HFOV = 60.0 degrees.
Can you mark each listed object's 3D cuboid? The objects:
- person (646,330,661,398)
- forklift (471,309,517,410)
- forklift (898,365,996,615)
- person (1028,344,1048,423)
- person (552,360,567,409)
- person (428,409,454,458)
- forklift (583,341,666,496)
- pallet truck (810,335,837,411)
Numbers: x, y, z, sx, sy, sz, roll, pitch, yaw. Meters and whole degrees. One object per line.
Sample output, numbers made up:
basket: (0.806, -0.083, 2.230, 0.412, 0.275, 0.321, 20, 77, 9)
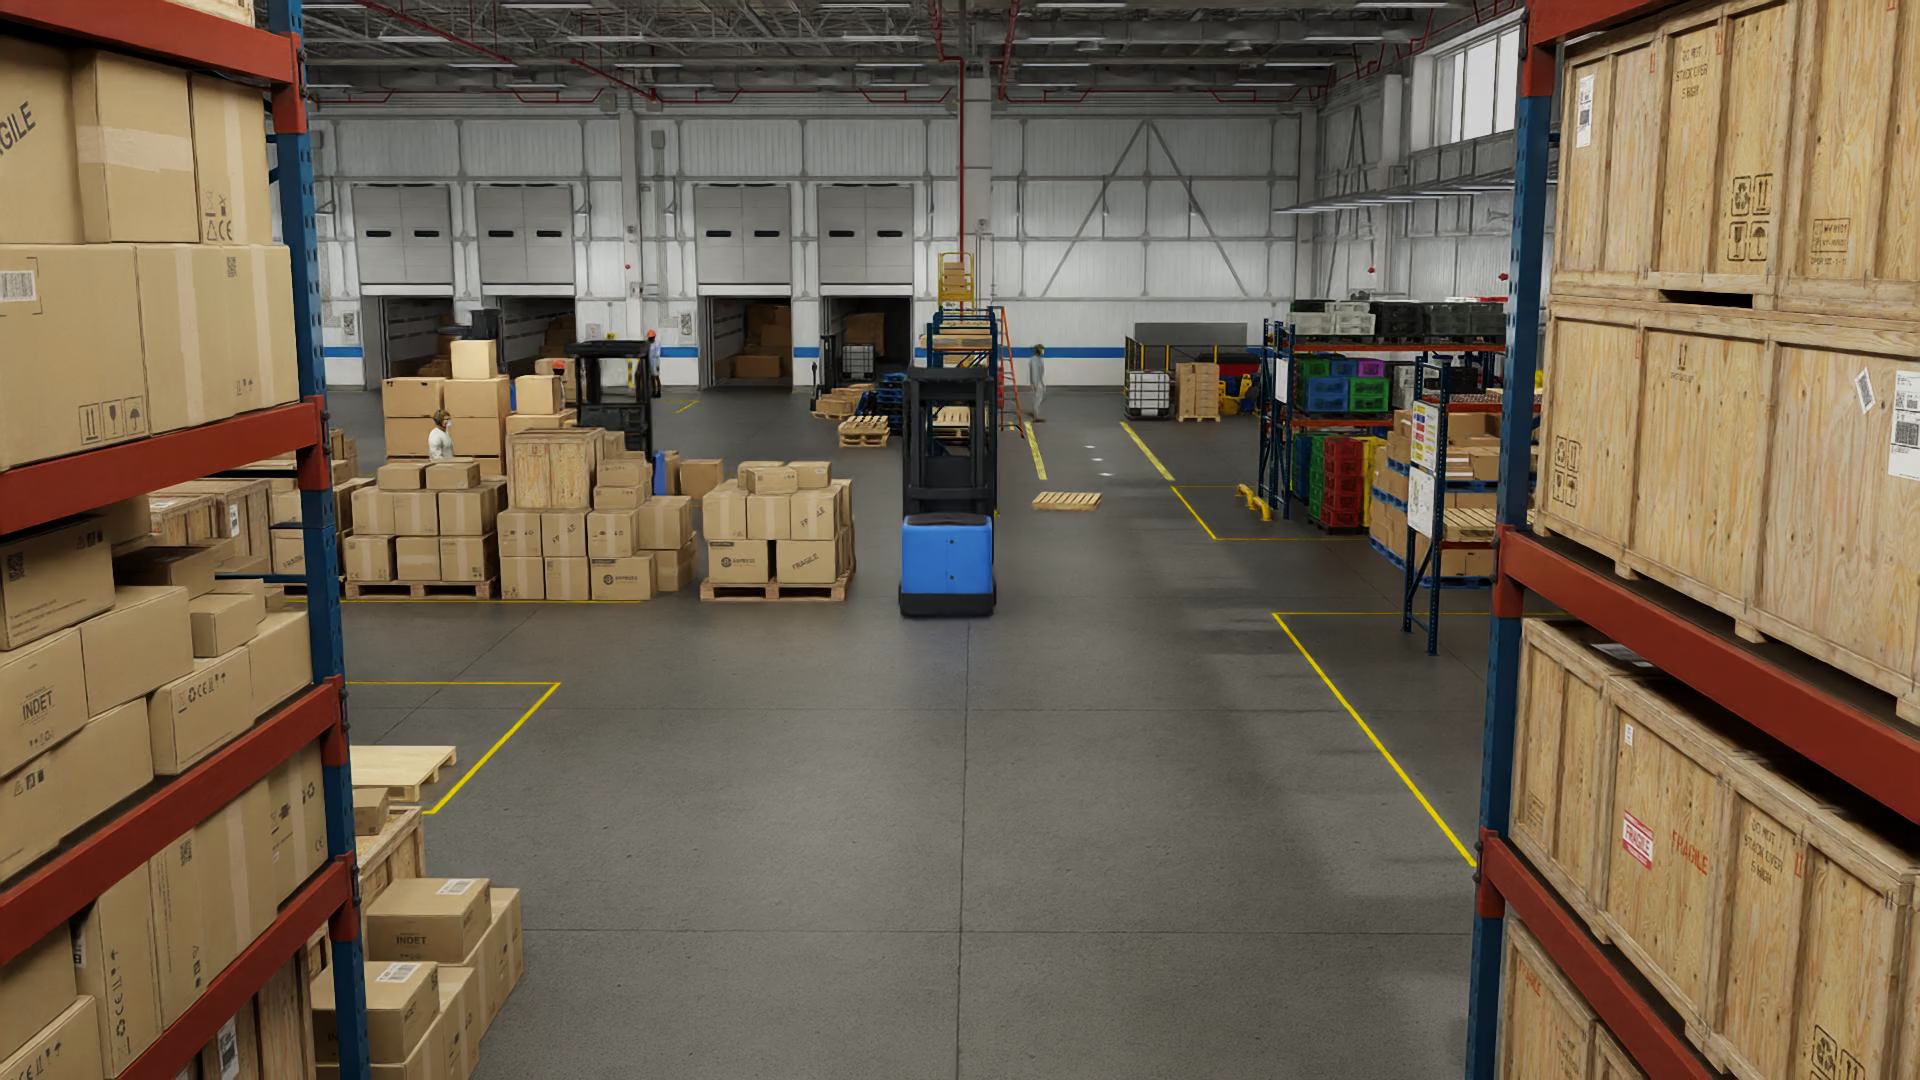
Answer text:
person: (-8.733, -5.003, 47.314, 0.388, 1.930, 0.544, -10, 14, -44)
forklift: (-10.871, -3.933, 38.391, 1.873, 2.768, 1.129, 1, 10, 7)
forklift: (-0.141, -0.641, 19.399, 1.129, 2.768, 1.873, 0, 10, 1)
person: (1.910, -3.791, 40.319, 0.435, 1.926, 0.645, 3, 10, 15)
person: (-8.232, -2.730, 34.171, 0.373, 1.934, 0.551, -2, 10, -12)
person: (-7.306, -0.888, 23.537, 0.366, 1.939, 0.635, -1, 10, -6)
forklift: (-5.078, -1.578, 24.804, 1.129, 2.768, 1.873, 0, 10, 1)
pallet truck: (-3.021, -4.312, 43.126, 1.885, 1.965, 0.823, 3, 10, 17)
